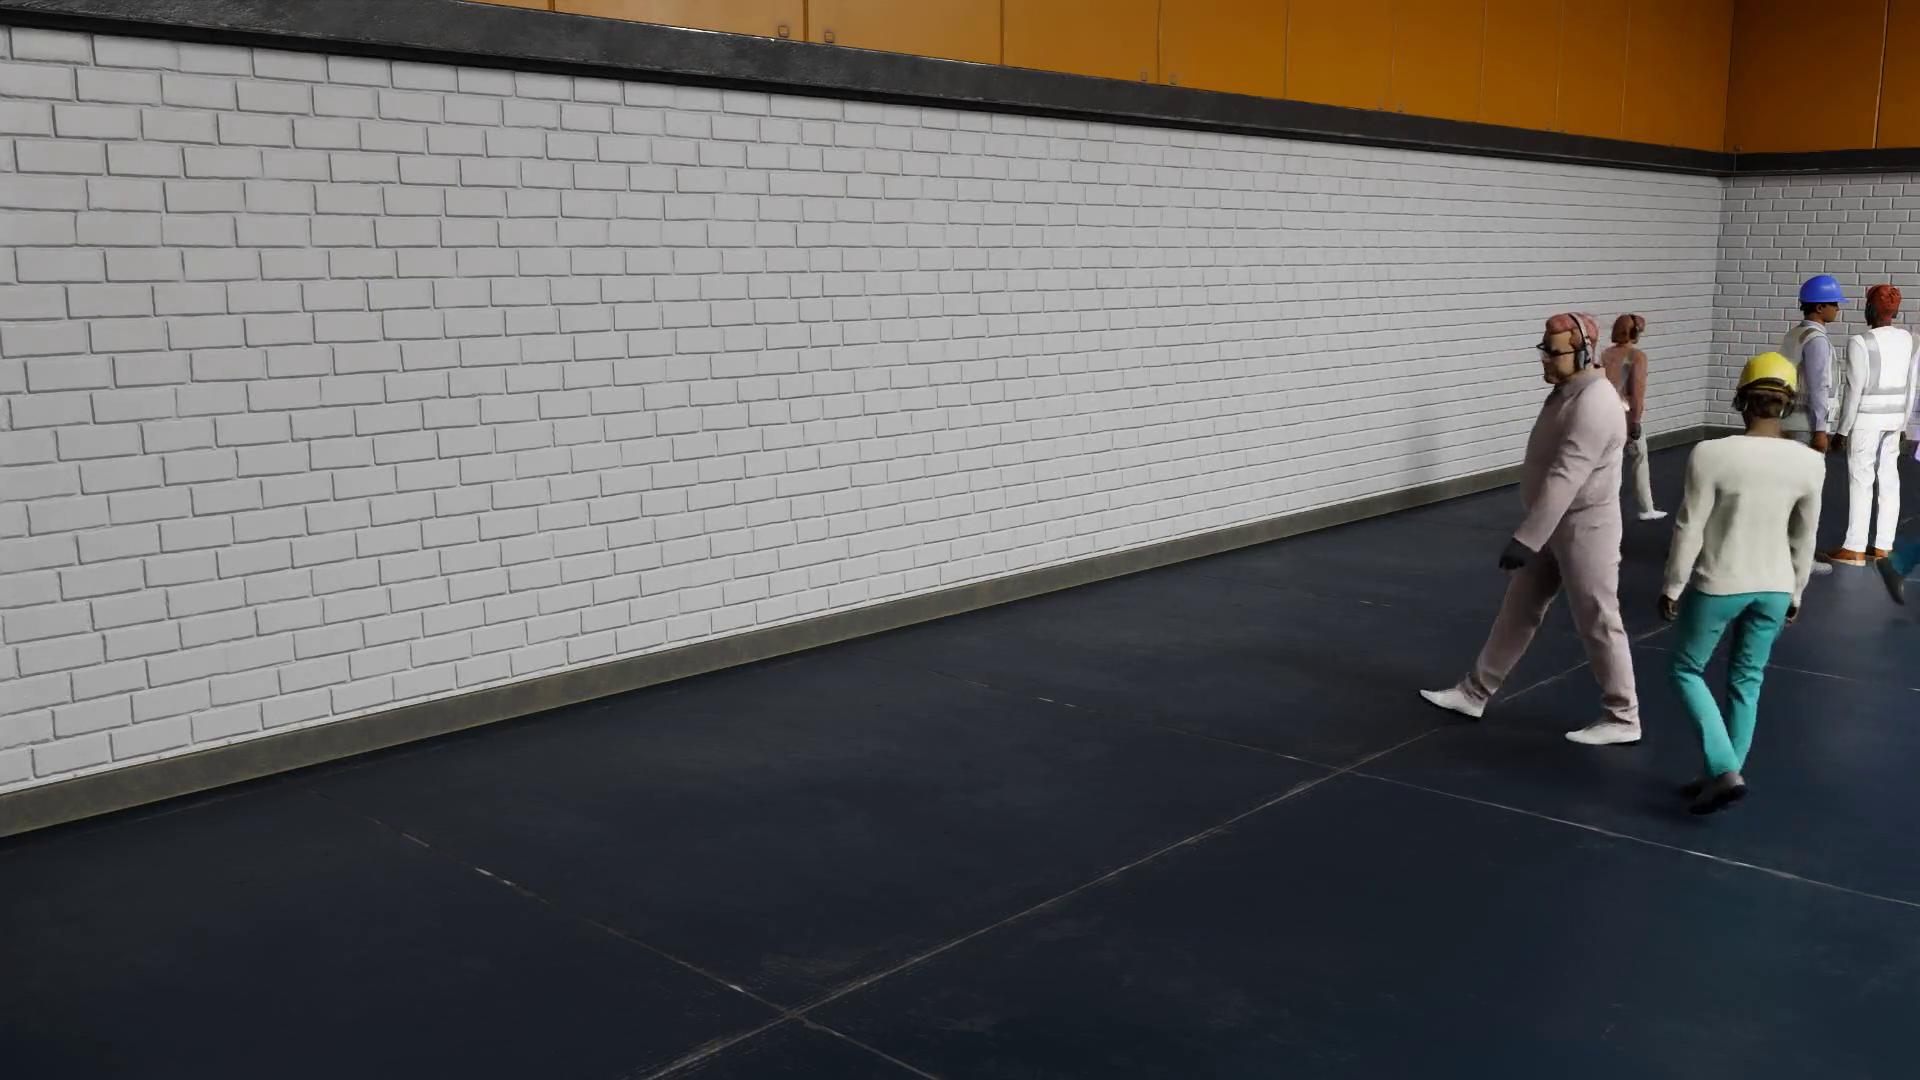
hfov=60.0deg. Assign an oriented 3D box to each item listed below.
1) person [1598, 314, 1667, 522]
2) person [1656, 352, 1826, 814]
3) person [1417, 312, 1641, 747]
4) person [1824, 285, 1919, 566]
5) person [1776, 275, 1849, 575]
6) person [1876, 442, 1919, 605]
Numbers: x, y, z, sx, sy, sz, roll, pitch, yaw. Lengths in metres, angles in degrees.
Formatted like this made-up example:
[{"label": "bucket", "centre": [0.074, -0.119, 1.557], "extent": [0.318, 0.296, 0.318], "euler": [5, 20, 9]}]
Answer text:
[{"label": "person", "centre": [5.184, -0.927, 12.841], "extent": [0.724, 1.610, 0.540], "euler": [-4, 11, -20]}, {"label": "person", "centre": [2.880, 0.176, 6.176], "extent": [0.558, 1.744, 0.508], "euler": [0, 10, -2]}, {"label": "person", "centre": [2.490, -0.026, 7.053], "extent": [0.958, 1.856, 0.654], "euler": [1, 10, 5]}, {"label": "person", "centre": [6.135, -0.763, 11.182], "extent": [0.574, 1.880, 0.355], "euler": [-3, 10, -16]}, {"label": "person", "centre": [5.570, -0.758, 10.958], "extent": [0.389, 1.949, 0.604], "euler": [1, 10, 8]}, {"label": "person", "centre": [5.549, -0.412, 9.362], "extent": [0.559, 1.830, 0.575], "euler": [-7, 12, -35]}]
